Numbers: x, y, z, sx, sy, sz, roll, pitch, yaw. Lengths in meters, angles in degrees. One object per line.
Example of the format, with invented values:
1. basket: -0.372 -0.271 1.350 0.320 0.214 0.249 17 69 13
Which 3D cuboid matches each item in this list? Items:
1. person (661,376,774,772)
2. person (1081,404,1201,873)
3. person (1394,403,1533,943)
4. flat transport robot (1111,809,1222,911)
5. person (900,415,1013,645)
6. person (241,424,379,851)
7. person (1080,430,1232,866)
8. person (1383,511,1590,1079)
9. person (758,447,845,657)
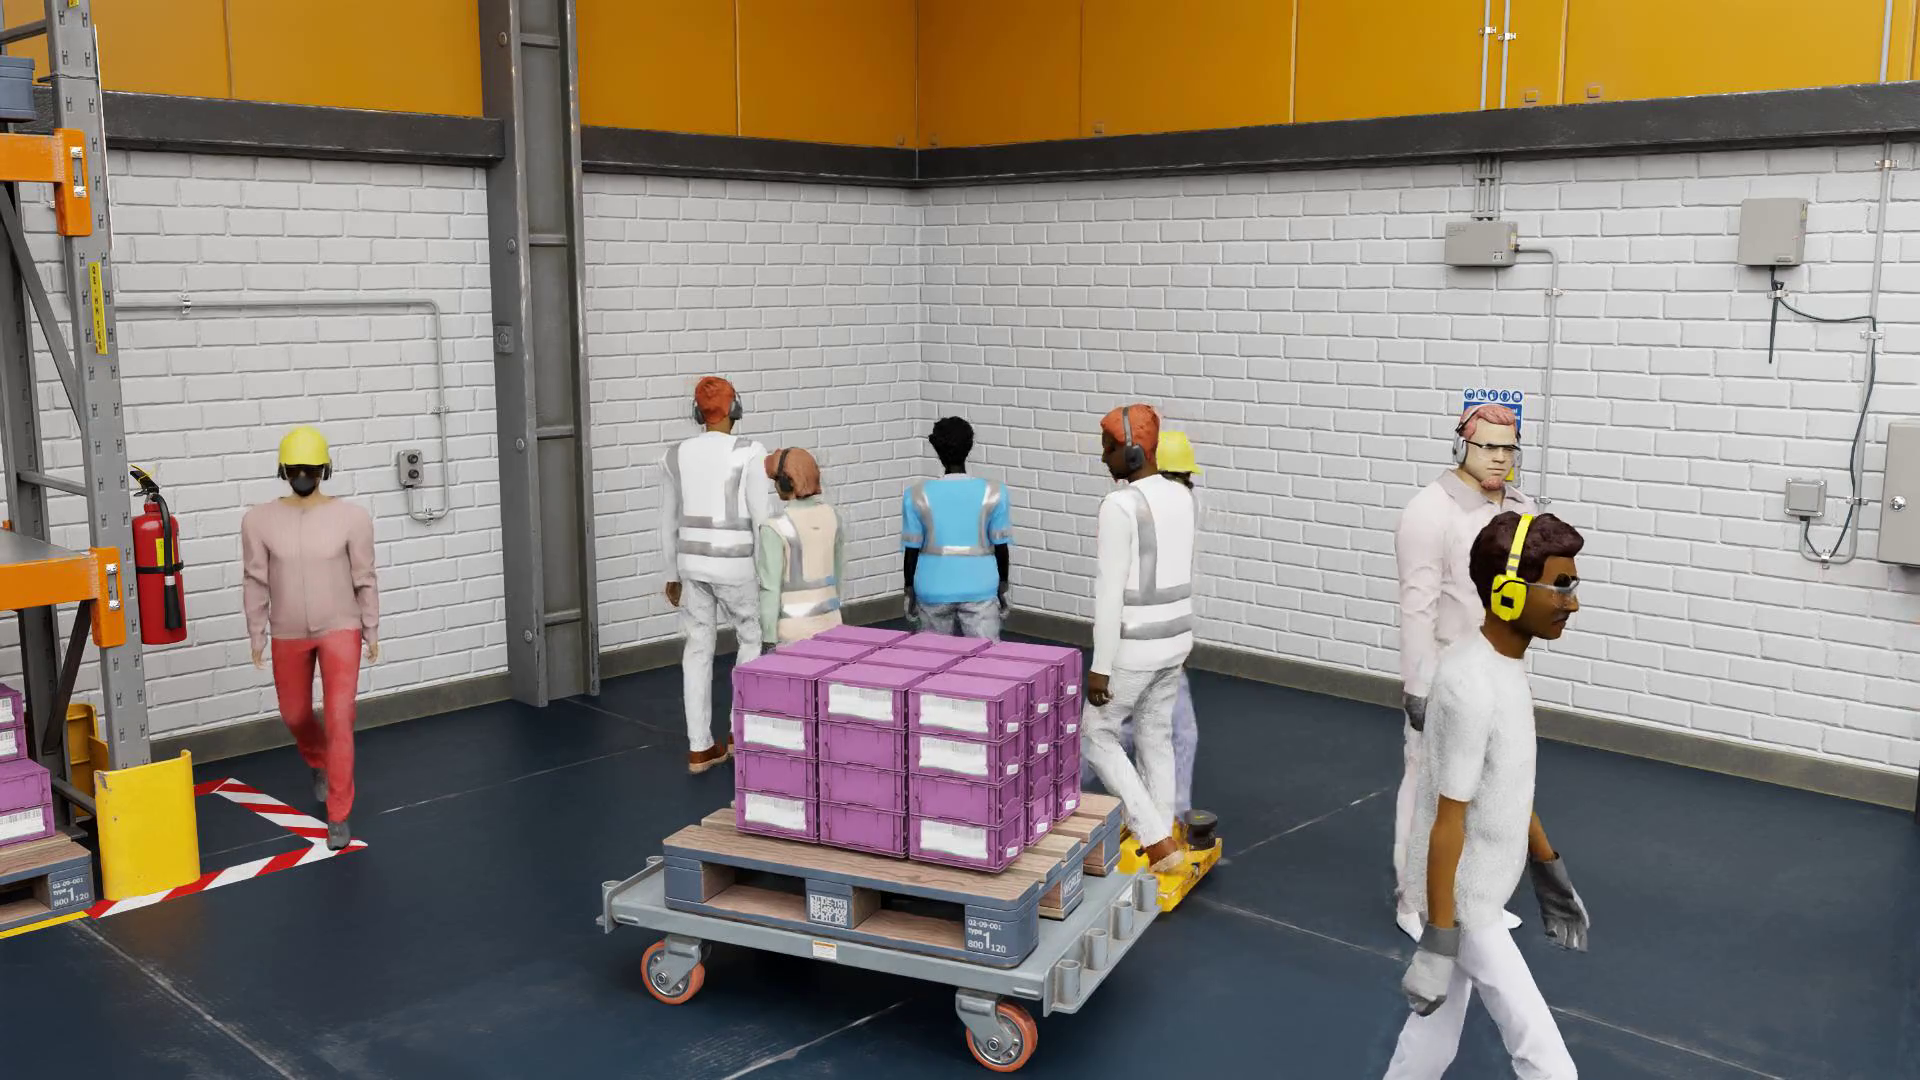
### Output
1. person: -1.135 0.148 7.965 0.605 1.855 0.678 4 10 22
2. person: 0.673 0.417 6.282 0.412 1.867 0.623 8 12 42
3. person: 1.801 0.472 5.842 0.643 1.905 0.399 -7 11 -35
4. flat transport robot: 0.255 1.163 6.593 1.431 0.197 0.652 4 10 25
5. person: -0.013 0.253 7.858 0.540 1.674 0.649 0 9 -1
6. person: -2.709 0.363 7.000 0.525 1.740 0.771 -2 10 -13
7. person: 0.704 0.432 6.607 0.738 1.753 0.532 1 9 5
8. person: 1.273 0.848 3.764 0.799 1.835 0.492 2 10 15
9. person: -0.632 0.403 7.195 0.736 1.620 0.548 7 12 38
